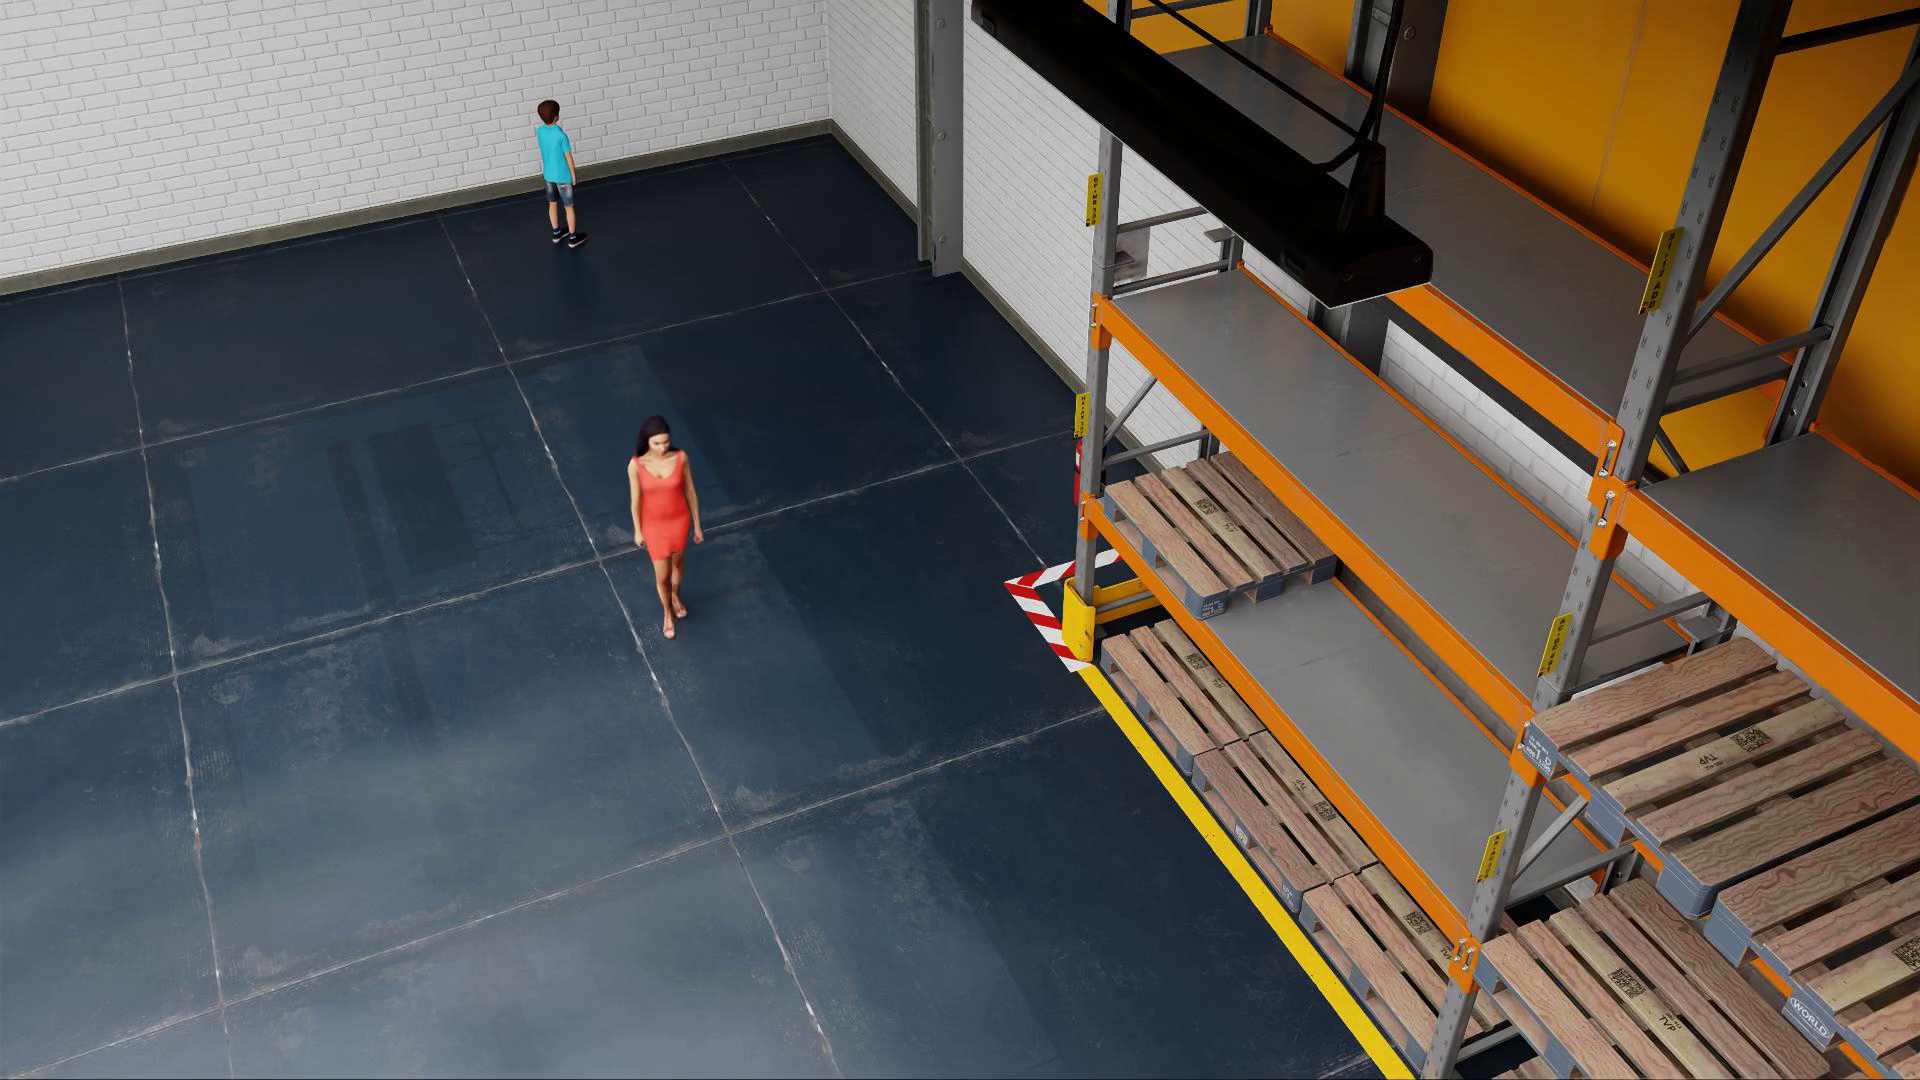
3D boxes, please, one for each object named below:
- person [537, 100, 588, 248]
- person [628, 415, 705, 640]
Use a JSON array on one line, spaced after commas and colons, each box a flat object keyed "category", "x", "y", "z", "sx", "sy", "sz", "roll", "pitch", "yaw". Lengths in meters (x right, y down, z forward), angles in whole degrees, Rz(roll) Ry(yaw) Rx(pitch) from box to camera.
[{"category": "person", "x": -3.858, "y": -3.519, "z": 15.911, "sx": 0.583, "sy": 1.448, "sz": 0.653, "roll": 16, "pitch": 41, "yaw": 19}, {"category": "person", "x": -2.055, "y": -0.170, "z": 11.511, "sx": 0.600, "sy": 1.704, "sz": 0.669, "roll": -16, "pitch": 41, "yaw": -19}]
